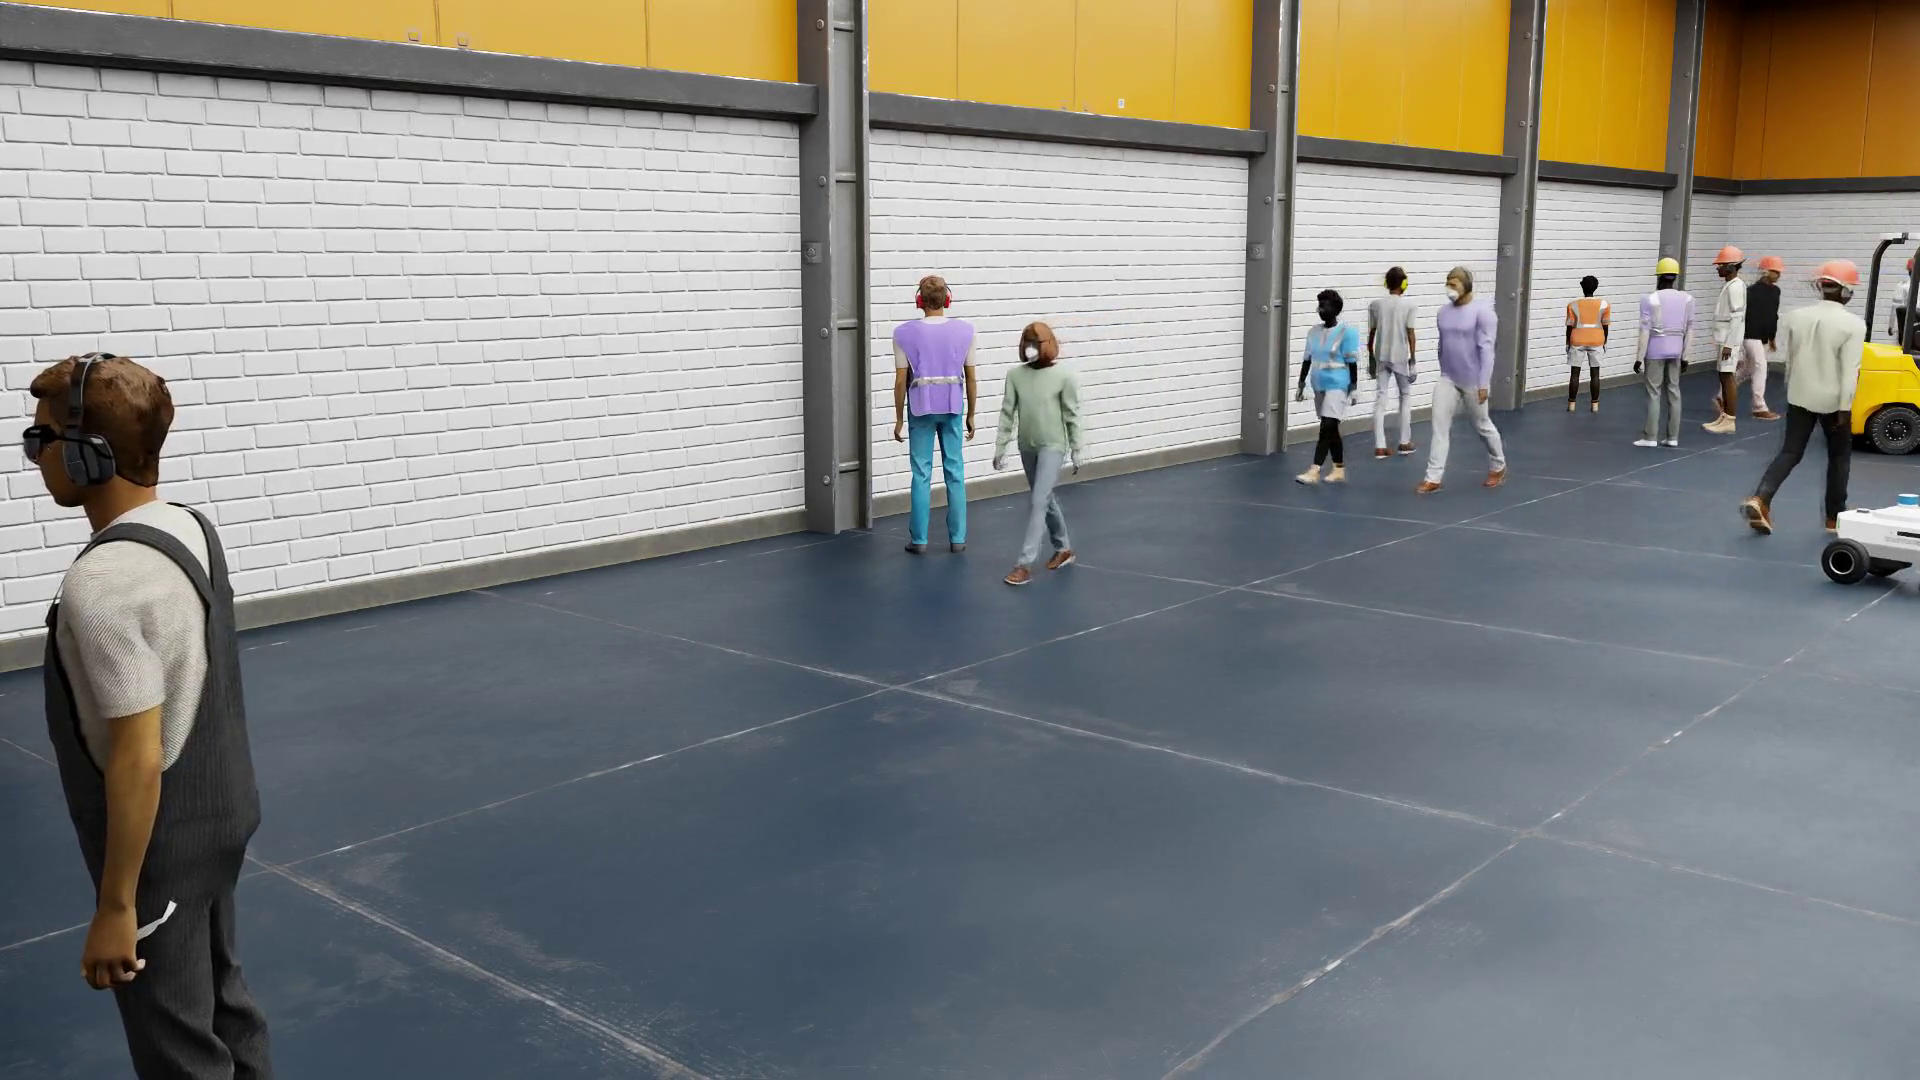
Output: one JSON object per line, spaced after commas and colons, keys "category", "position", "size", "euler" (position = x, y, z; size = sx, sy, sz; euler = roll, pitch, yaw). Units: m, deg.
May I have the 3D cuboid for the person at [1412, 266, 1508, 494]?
{"category": "person", "position": [4.256, -1.337, 13.900], "size": [1.028, 1.898, 0.643], "euler": [-7, 12, -33]}

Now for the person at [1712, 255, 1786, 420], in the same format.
{"category": "person", "position": [9.467, -2.439, 19.962], "size": [0.618, 1.956, 0.931], "euler": [-7, 12, -34]}

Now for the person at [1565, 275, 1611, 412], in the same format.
{"category": "person", "position": [7.756, -2.421, 20.590], "size": [0.531, 1.694, 0.320], "euler": [3, 10, 16]}

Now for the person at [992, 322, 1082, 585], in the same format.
{"category": "person", "position": [0.491, -0.552, 10.252], "size": [0.517, 1.584, 0.873], "euler": [7, 12, 36]}

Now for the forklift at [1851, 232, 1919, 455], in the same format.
{"category": "forklift", "position": [9.955, -1.972, 16.595], "size": [2.313, 2.155, 1.214], "euler": [1, 10, 8]}

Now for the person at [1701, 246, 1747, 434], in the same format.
{"category": "person", "position": [8.384, -2.185, 18.239], "size": [0.386, 2.041, 0.615], "euler": [4, 11, 20]}

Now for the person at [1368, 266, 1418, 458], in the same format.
{"category": "person", "position": [4.264, -1.736, 16.244], "size": [0.564, 1.841, 0.797], "euler": [7, 12, 35]}

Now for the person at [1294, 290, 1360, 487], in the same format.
{"category": "person", "position": [3.049, -1.277, 14.114], "size": [0.792, 1.663, 0.556], "euler": [-6, 12, -32]}

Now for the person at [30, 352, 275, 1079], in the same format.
{"category": "person", "position": [-1.473, 0.580, 3.059], "size": [0.336, 1.844, 0.508], "euler": [-1, 10, -7]}

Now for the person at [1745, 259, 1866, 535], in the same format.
{"category": "person", "position": [5.999, -0.990, 11.684], "size": [0.933, 1.960, 0.607], "euler": [-6, 11, -30]}

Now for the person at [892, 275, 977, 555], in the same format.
{"category": "person", "position": [-0.164, -0.816, 10.996], "size": [0.565, 1.850, 0.390], "euler": [-2, 10, -12]}

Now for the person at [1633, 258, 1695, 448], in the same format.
{"category": "person", "position": [7.139, -1.895, 16.921], "size": [0.594, 1.924, 0.382], "euler": [-2, 10, -10]}

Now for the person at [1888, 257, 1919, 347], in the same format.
{"category": "person", "position": [14.023, -3.216, 24.518], "size": [0.557, 1.905, 0.886], "euler": [2, 10, 10]}

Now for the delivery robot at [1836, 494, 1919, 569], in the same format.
{"category": "delivery robot", "position": [5.656, -0.032, 9.949], "size": [0.477, 0.478, 0.707], "euler": [-7, 12, -35]}
